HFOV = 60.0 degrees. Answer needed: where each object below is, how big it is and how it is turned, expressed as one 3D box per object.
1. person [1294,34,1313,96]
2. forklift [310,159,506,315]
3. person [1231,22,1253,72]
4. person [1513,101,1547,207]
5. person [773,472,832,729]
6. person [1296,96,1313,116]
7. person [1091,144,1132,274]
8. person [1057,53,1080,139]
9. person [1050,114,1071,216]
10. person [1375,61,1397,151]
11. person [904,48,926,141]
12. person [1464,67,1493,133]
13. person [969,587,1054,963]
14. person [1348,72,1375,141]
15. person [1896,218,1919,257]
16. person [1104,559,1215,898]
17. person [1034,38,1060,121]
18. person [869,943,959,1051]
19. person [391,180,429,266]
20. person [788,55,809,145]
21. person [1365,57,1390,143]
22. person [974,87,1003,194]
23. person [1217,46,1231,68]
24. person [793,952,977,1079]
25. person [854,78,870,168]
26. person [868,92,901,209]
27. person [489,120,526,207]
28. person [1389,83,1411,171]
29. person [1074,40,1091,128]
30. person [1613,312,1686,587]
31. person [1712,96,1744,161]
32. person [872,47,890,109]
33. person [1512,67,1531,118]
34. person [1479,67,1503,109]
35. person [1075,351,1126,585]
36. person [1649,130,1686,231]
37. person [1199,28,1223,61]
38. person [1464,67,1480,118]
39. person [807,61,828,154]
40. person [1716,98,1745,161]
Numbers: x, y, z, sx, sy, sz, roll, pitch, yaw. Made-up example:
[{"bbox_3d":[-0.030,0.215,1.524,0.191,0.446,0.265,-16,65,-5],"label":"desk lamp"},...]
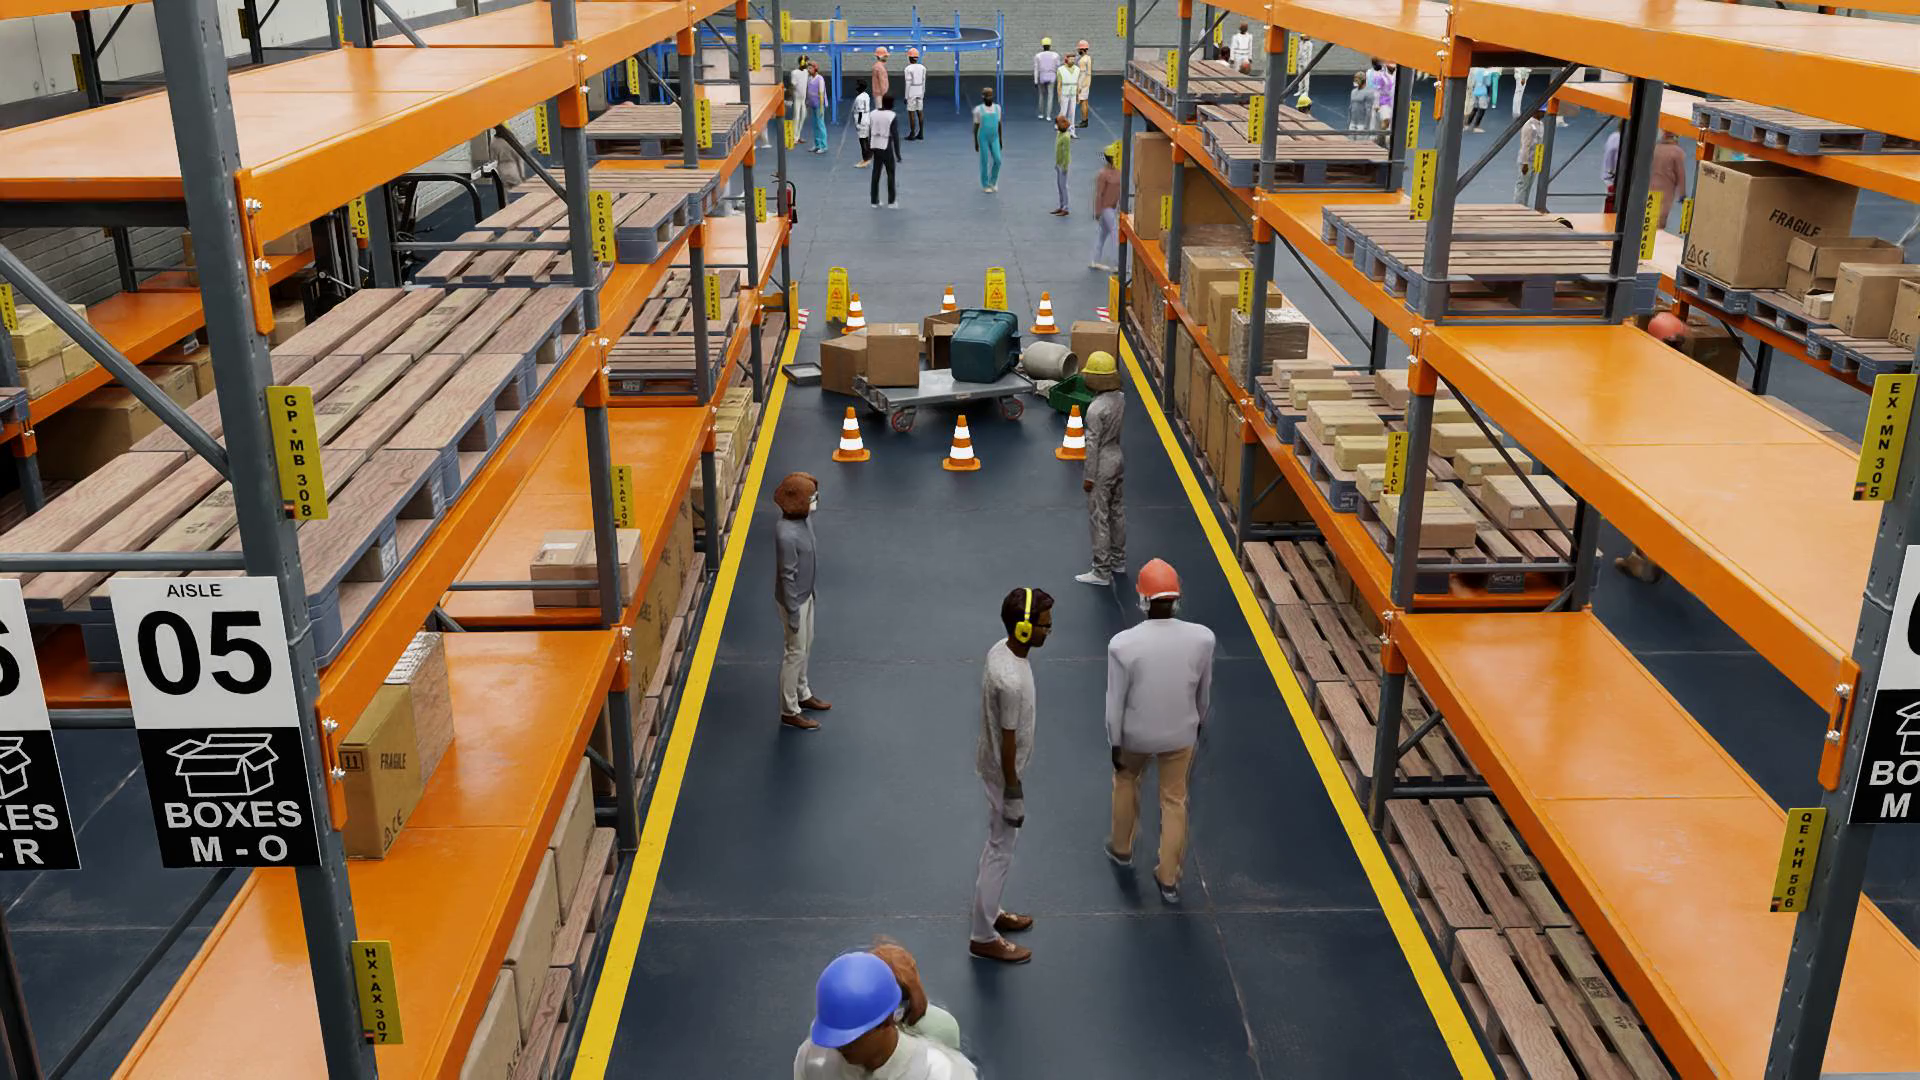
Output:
[{"bbox_3d":[9.206,-12.782,44.568,0.320,1.737,0.483,-11,24,-28],"label":"person"},{"bbox_3d":[-5.622,-2.910,17.832,2.313,2.155,1.214,-1,21,-1],"label":"forklift"},{"bbox_3d":[7.706,-13.131,45.324,0.617,1.843,0.903,-3,21,-7],"label":"person"},{"bbox_3d":[9.020,-5.986,26.304,0.391,1.949,0.602,15,25,34],"label":"person"},{"bbox_3d":[-0.961,0.357,9.990,0.298,1.622,0.509,2,21,6],"label":"person"},{"bbox_3d":[5.846,-6.667,28.372,0.328,1.759,0.524,3,21,7],"label":"person"},{"bbox_3d":[2.122,-4.519,22.725,0.801,1.738,0.539,12,24,28],"label":"person"},{"bbox_3d":[2.342,-9.636,36.116,0.564,1.834,0.404,-13,24,-30],"label":"person"},{"bbox_3d":[1.656,-6.084,27.016,0.284,1.627,0.504,-4,21,-11],"label":"person"},{"bbox_3d":[8.872,-8.985,34.282,0.563,1.909,0.630,-11,23,-26],"label":"person"},{"bbox_3d":[-0.997,-9.621,35.926,0.551,1.936,0.356,-18,27,-39],"label":"person"},{"bbox_3d":[11.624,-9.938,37.150,0.342,1.660,0.674,-7,22,-17],"label":"person"},{"bbox_3d":[0.233,1.086,7.761,0.376,1.851,0.522,1,21,1],"label":"person"},{"bbox_3d":[7.406,-7.705,30.885,0.387,1.927,0.638,-9,22,-22],"label":"person"},{"bbox_3d":[13.775,-4.792,23.480,0.483,1.712,0.844,-6,21,-14],"label":"person"},{"bbox_3d":[0.981,0.910,8.389,0.567,1.727,0.691,-2,21,-6],"label":"person"},{"bbox_3d":[2.054,-10.917,39.417,0.606,1.891,0.783,1,21,3],"label":"person"},{"bbox_3d":[-0.250,2.008,5.636,0.504,1.609,0.641,-2,21,-5],"label":"person"},{"bbox_3d":[-7.699,-4.800,23.201,0.393,1.930,0.545,3,21,7],"label":"person"},{"bbox_3d":[-3.436,-9.329,35.292,0.405,1.850,0.667,13,24,31],"label":"person"},{"bbox_3d":[8.954,-9.368,35.455,0.775,1.818,0.439,15,25,34],"label":"person"},{"bbox_3d":[0.519,-6.967,29.062,0.558,1.826,0.527,-8,22,-21],"label":"person"},{"bbox_3d":[5.767,-9.927,36.784,0.409,1.908,0.597,-7,22,-18],"label":"person"},{"bbox_3d":[-0.197,2.054,5.089,0.619,1.922,0.588,6,21,15],"label":"person"},{"bbox_3d":[-1.891,-8.053,32.114,0.316,1.700,0.541,4,21,10],"label":"person"},{"bbox_3d":[-1.304,-6.486,27.700,0.662,1.897,0.417,15,25,34],"label":"person"},{"bbox_3d":[-6.985,-5.649,25.711,0.509,1.729,0.376,-3,21,-7],"label":"person"},{"bbox_3d":[8.444,-8.050,31.841,0.436,1.890,0.671,-2,21,-5],"label":"person"},{"bbox_3d":[2.804,-10.420,38.040,0.354,1.939,0.544,6,22,16],"label":"person"},{"bbox_3d":[5.054,-0.615,12.020,0.631,2.021,0.681,-3,21,-8],"label":"person"},{"bbox_3d":[13.067,-6.746,28.499,0.702,1.823,0.421,7,22,18],"label":"person"},{"bbox_3d":[-1.685,-9.521,35.581,0.387,1.996,0.611,-5,21,-14],"label":"person"},{"bbox_3d":[13.462,-11.089,39.794,0.391,1.948,0.606,5,21,13],"label":"person"},{"bbox_3d":[13.313,-11.701,41.661,0.525,1.772,0.304,1,21,2],"label":"person"},{"bbox_3d":[1.028,-0.533,12.194,0.332,1.735,0.485,11,24,28],"label":"person"},{"bbox_3d":[10.009,-4.997,23.797,0.832,1.877,0.638,-6,22,-15],"label":"person"},{"bbox_3d":[6.960,-13.459,45.929,0.683,2.000,0.538,13,24,31],"label":"person"},{"bbox_3d":[12.279,-10.936,39.839,0.494,1.624,0.279,-19,28,-40],"label":"person"},{"bbox_3d":[-2.918,-8.861,34.069,0.394,1.834,0.561,-12,24,-29],"label":"person"},{"bbox_3d":[13.575,-7.199,29.382,0.537,2.000,0.678,-17,27,-38],"label":"person"}]
